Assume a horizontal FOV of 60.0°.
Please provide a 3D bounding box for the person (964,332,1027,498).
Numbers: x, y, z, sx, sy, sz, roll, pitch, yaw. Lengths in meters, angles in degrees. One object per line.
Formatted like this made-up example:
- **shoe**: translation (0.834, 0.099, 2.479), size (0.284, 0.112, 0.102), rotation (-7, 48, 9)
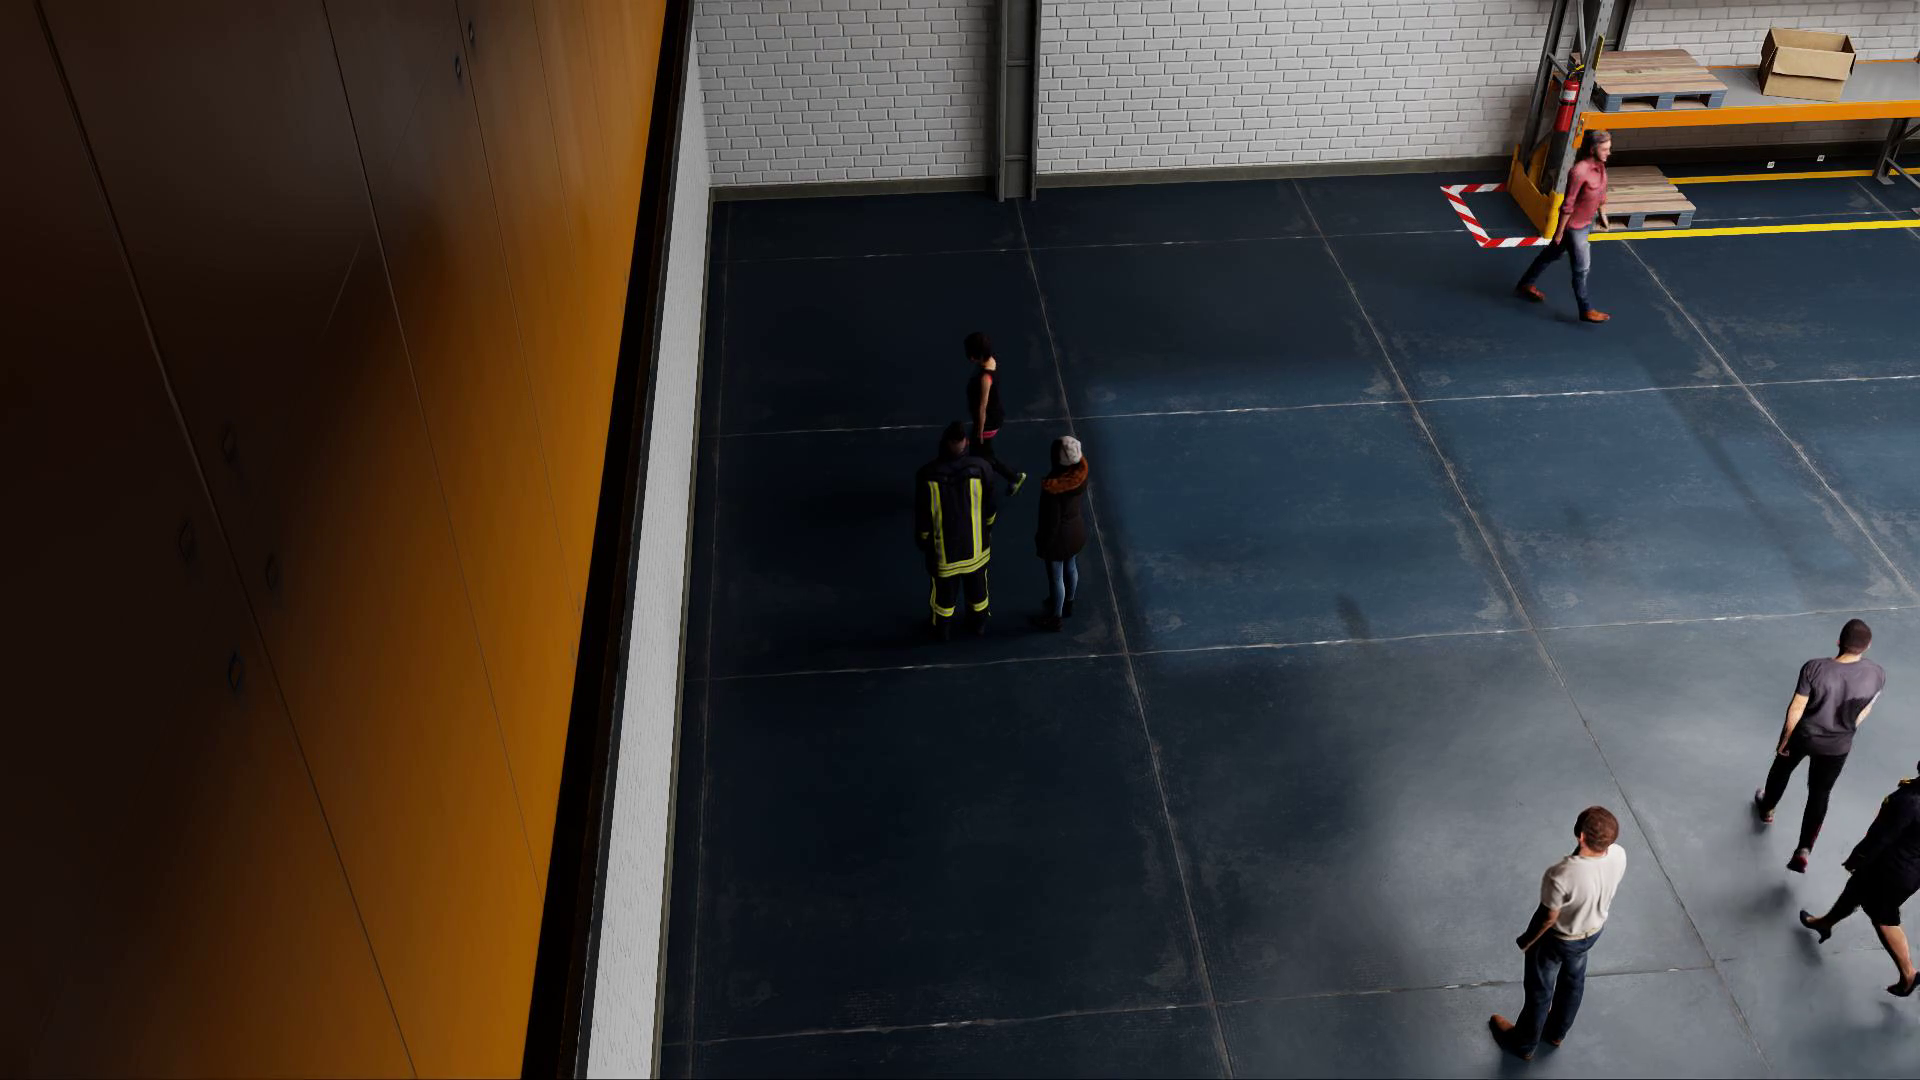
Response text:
- **person**: translation (0.258, -0.933, 12.915), size (0.797, 1.530, 0.700), rotation (9, 39, 11)

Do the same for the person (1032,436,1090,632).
- **person**: translation (0.716, -0.059, 11.738), size (0.795, 1.634, 0.750), rotation (22, 44, 25)

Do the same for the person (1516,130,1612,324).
- **person**: translation (5.531, -2.911, 15.190), size (1.275, 1.783, 1.197), rotation (26, 46, 29)

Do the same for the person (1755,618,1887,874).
- **person**: translation (5.188, 1.251, 10.014), size (1.088, 1.739, 0.961), rotation (11, 40, 14)

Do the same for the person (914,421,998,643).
- **person**: translation (-0.031, -0.067, 11.567), size (0.640, 1.860, 0.820), rotation (-6, 39, -8)

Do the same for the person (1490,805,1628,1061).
- **person**: translation (3.233, 2.098, 8.859), size (0.613, 1.856, 0.787), rotation (-14, 41, -17)

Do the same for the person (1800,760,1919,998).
- **person**: translation (5.300, 1.879, 9.315), size (1.074, 1.630, 1.023), rotation (-21, 43, -24)
